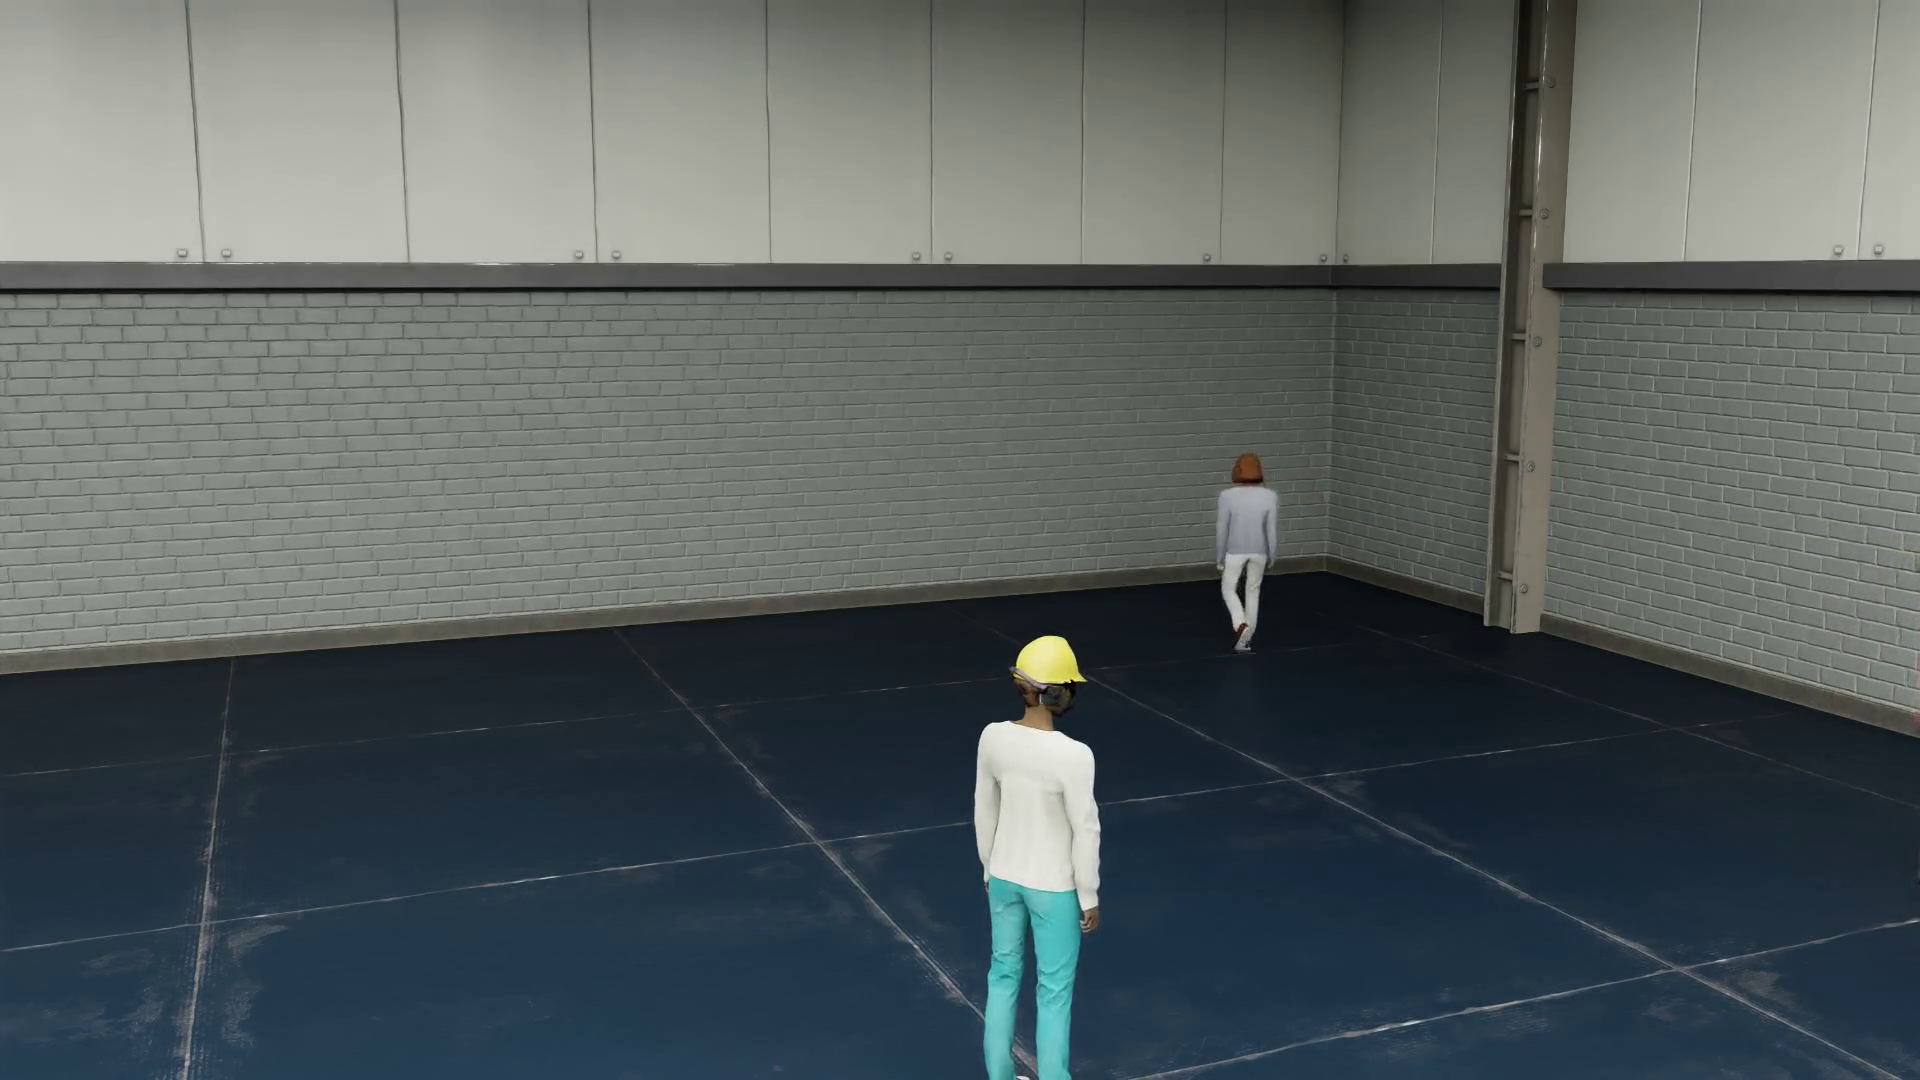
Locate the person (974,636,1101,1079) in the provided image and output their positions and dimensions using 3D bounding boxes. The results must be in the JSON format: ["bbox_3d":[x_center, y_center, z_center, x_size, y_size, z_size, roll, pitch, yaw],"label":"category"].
[{"bbox_3d":[0.288,1.214,5.957,0.528,1.765,0.327,8,12,41],"label":"person"}]

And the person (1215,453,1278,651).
[{"bbox_3d":[2.299,0.113,13.318,0.519,1.620,0.566,-1,9,-5],"label":"person"}]
